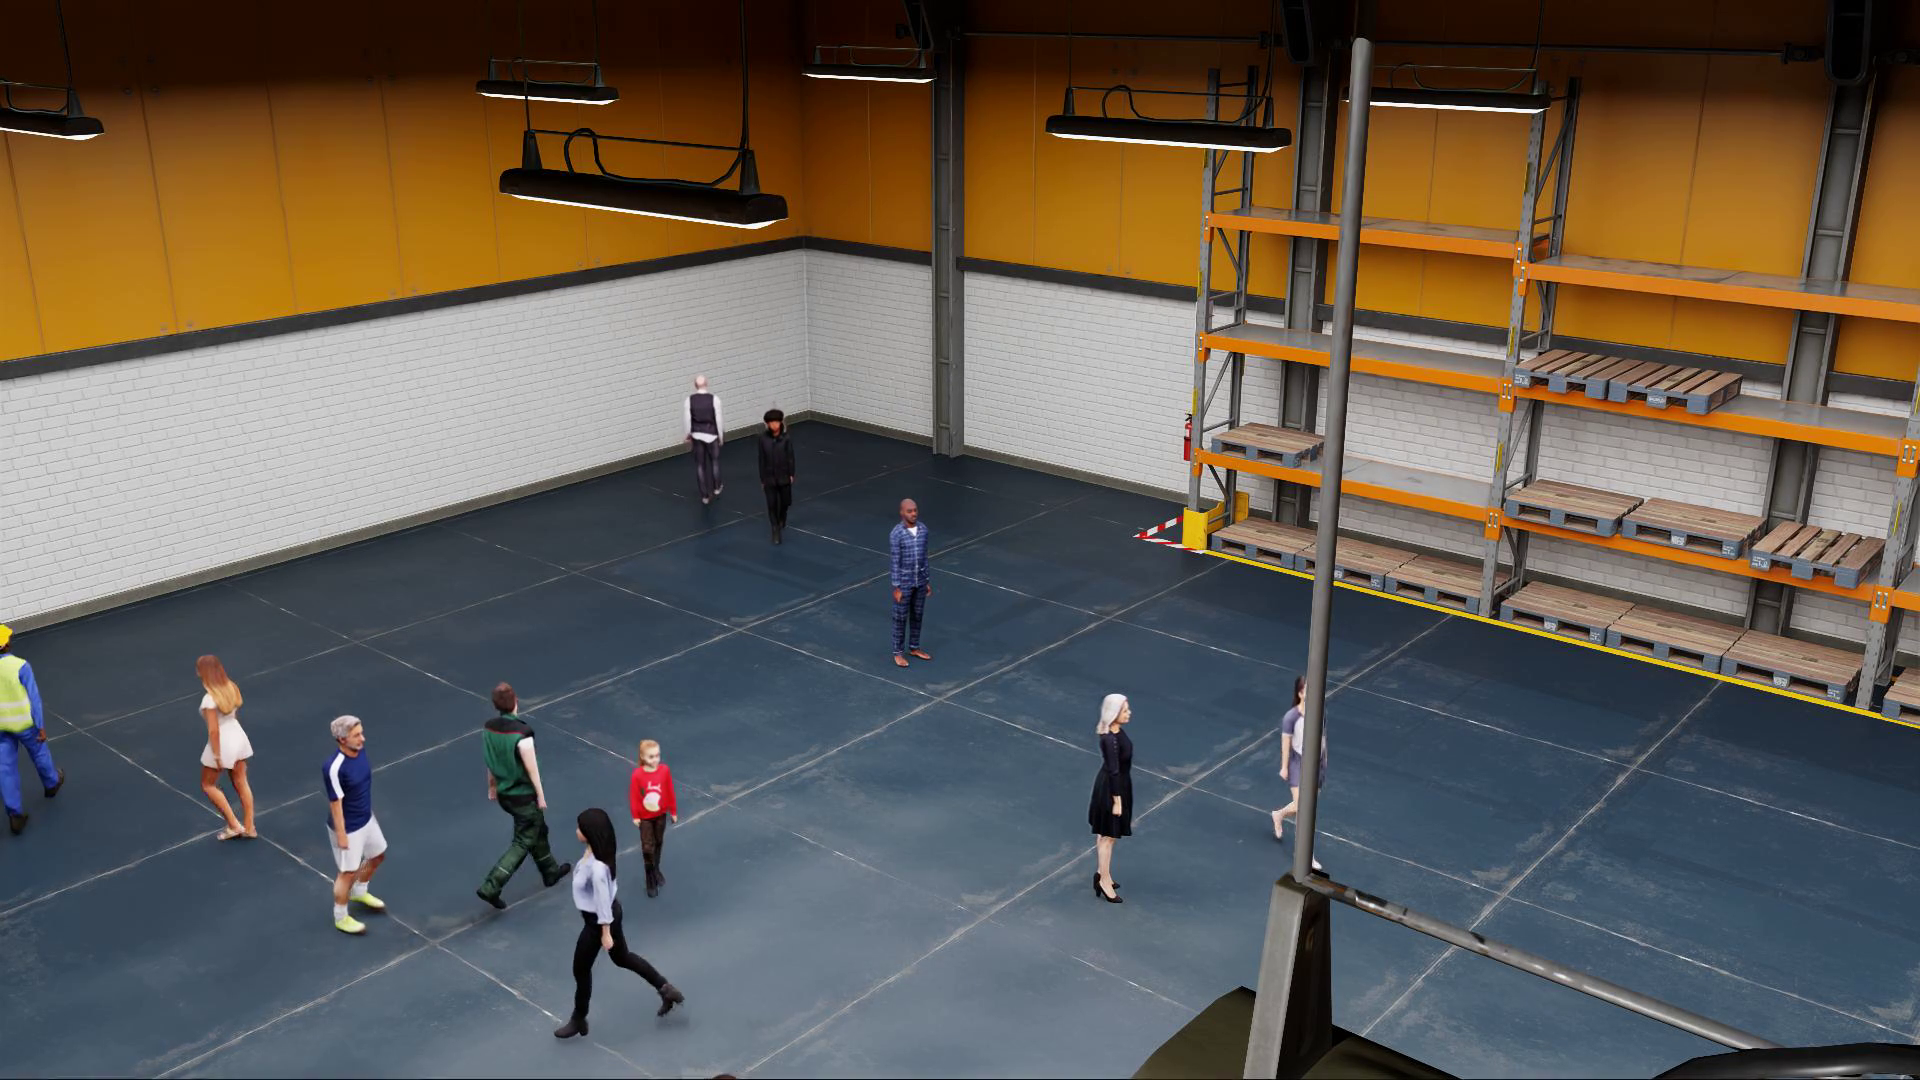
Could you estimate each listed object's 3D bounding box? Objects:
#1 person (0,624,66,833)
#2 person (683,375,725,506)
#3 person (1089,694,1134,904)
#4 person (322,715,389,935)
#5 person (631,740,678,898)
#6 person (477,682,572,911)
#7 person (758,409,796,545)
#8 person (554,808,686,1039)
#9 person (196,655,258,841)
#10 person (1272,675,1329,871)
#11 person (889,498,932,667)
[{"bbox_3d":[-8.165,1.630,14.291,1.133,1.776,1.260,-4,19,-12],"label":"person"},{"bbox_3d":[-3.568,-1.375,23.172,1.058,1.802,1.107,0,19,-1],"label":"person"},{"bbox_3d":[1.214,2.019,13.180,0.744,1.746,0.704,1,19,3],"label":"person"},{"bbox_3d":[-4.666,2.146,12.693,0.856,1.817,0.820,2,19,7],"label":"person"},{"bbox_3d":[-2.506,2.188,13.429,0.608,1.269,0.712,-11,22,-30],"label":"person"},{"bbox_3d":[-3.524,2.036,13.054,1.097,1.796,0.815,14,23,36],"label":"person"},{"bbox_3d":[-2.405,-0.860,21.704,0.943,1.763,1.034,-3,19,-10],"label":"person"},{"bbox_3d":[-2.354,2.636,11.407,1.166,1.710,1.159,-3,19,-9],"label":"person"},{"bbox_3d":[-6.115,1.765,14.039,0.717,1.680,0.682,5,19,15],"label":"person"},{"bbox_3d":[2.810,1.881,13.783,0.803,1.623,1.031,-10,21,-28],"label":"person"},{"bbox_3d":[-0.550,0.426,17.798,0.698,1.820,0.655,-15,24,-37],"label":"person"}]
